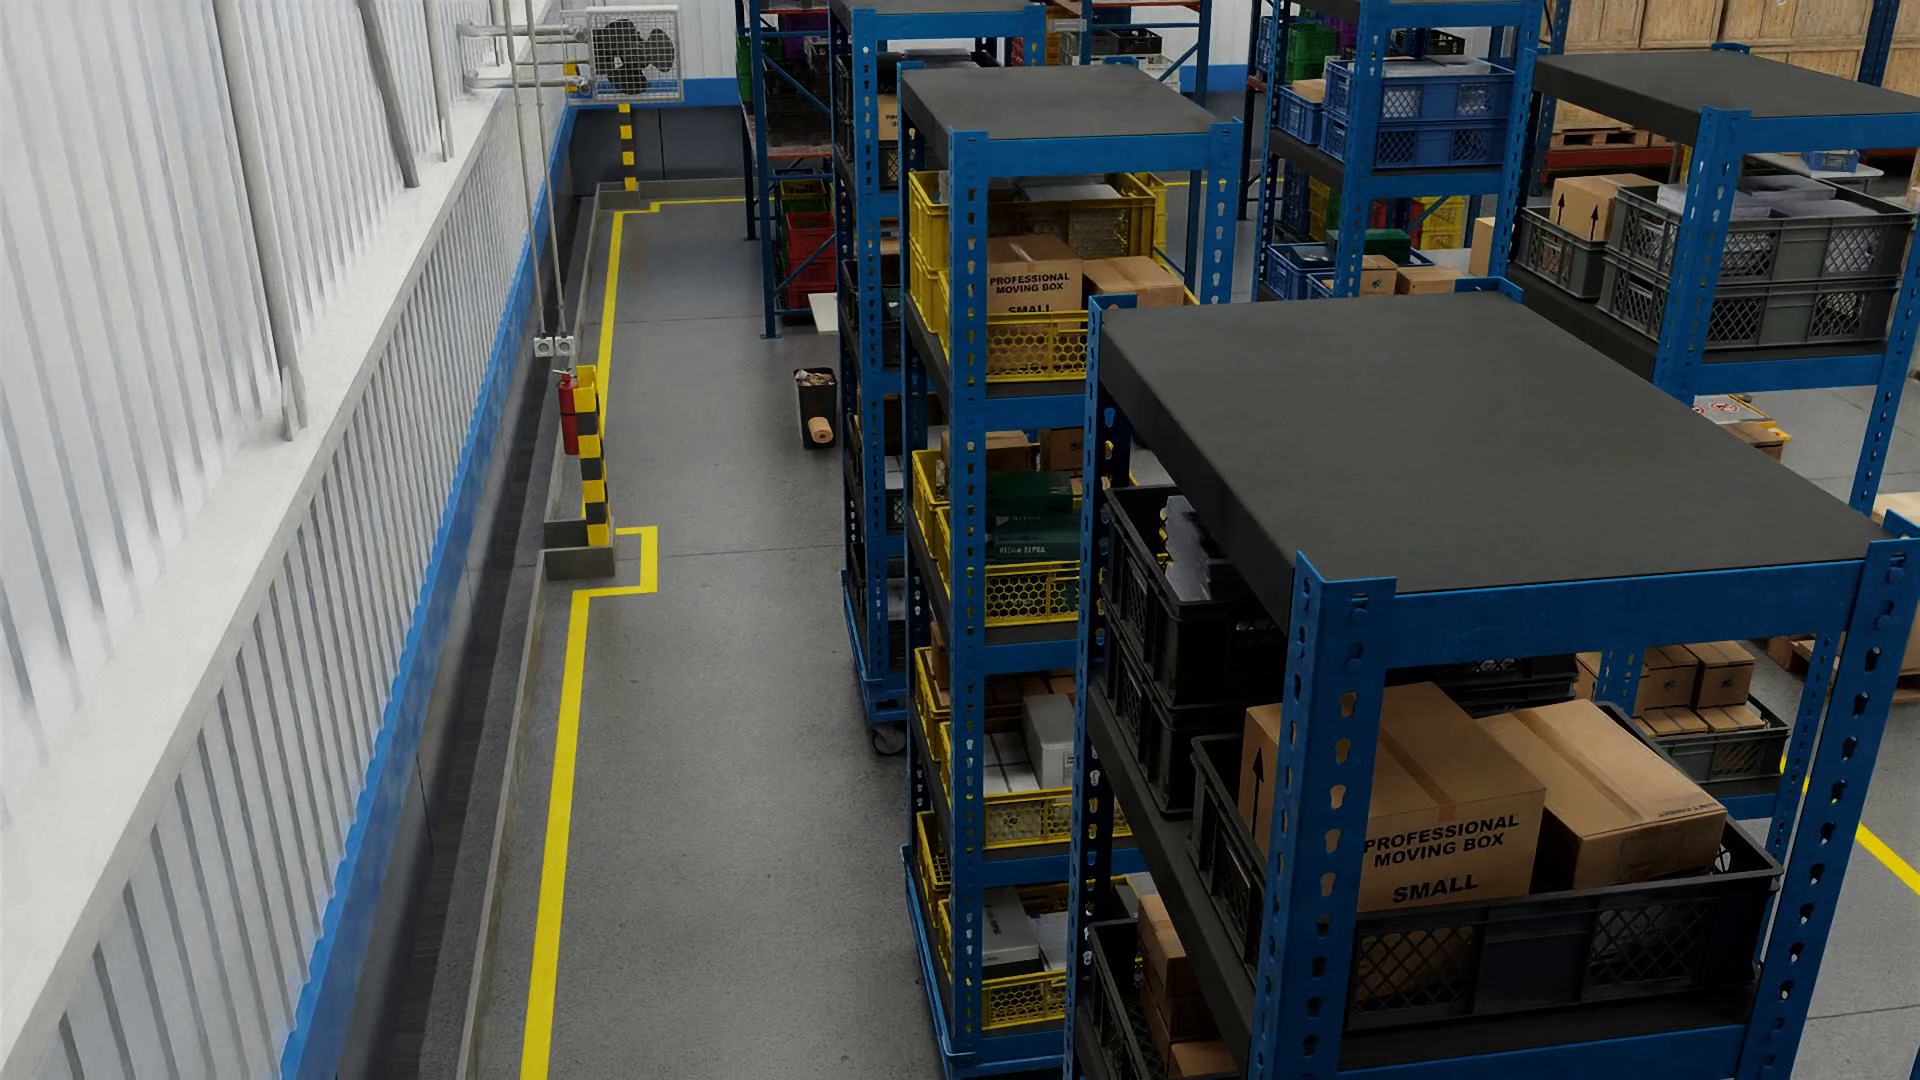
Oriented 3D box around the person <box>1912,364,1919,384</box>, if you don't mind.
[{"bbox_3d":[7.936,-1.978,12.712,0.522,1.835,0.892,-18,30,-34],"label":"person"}]
